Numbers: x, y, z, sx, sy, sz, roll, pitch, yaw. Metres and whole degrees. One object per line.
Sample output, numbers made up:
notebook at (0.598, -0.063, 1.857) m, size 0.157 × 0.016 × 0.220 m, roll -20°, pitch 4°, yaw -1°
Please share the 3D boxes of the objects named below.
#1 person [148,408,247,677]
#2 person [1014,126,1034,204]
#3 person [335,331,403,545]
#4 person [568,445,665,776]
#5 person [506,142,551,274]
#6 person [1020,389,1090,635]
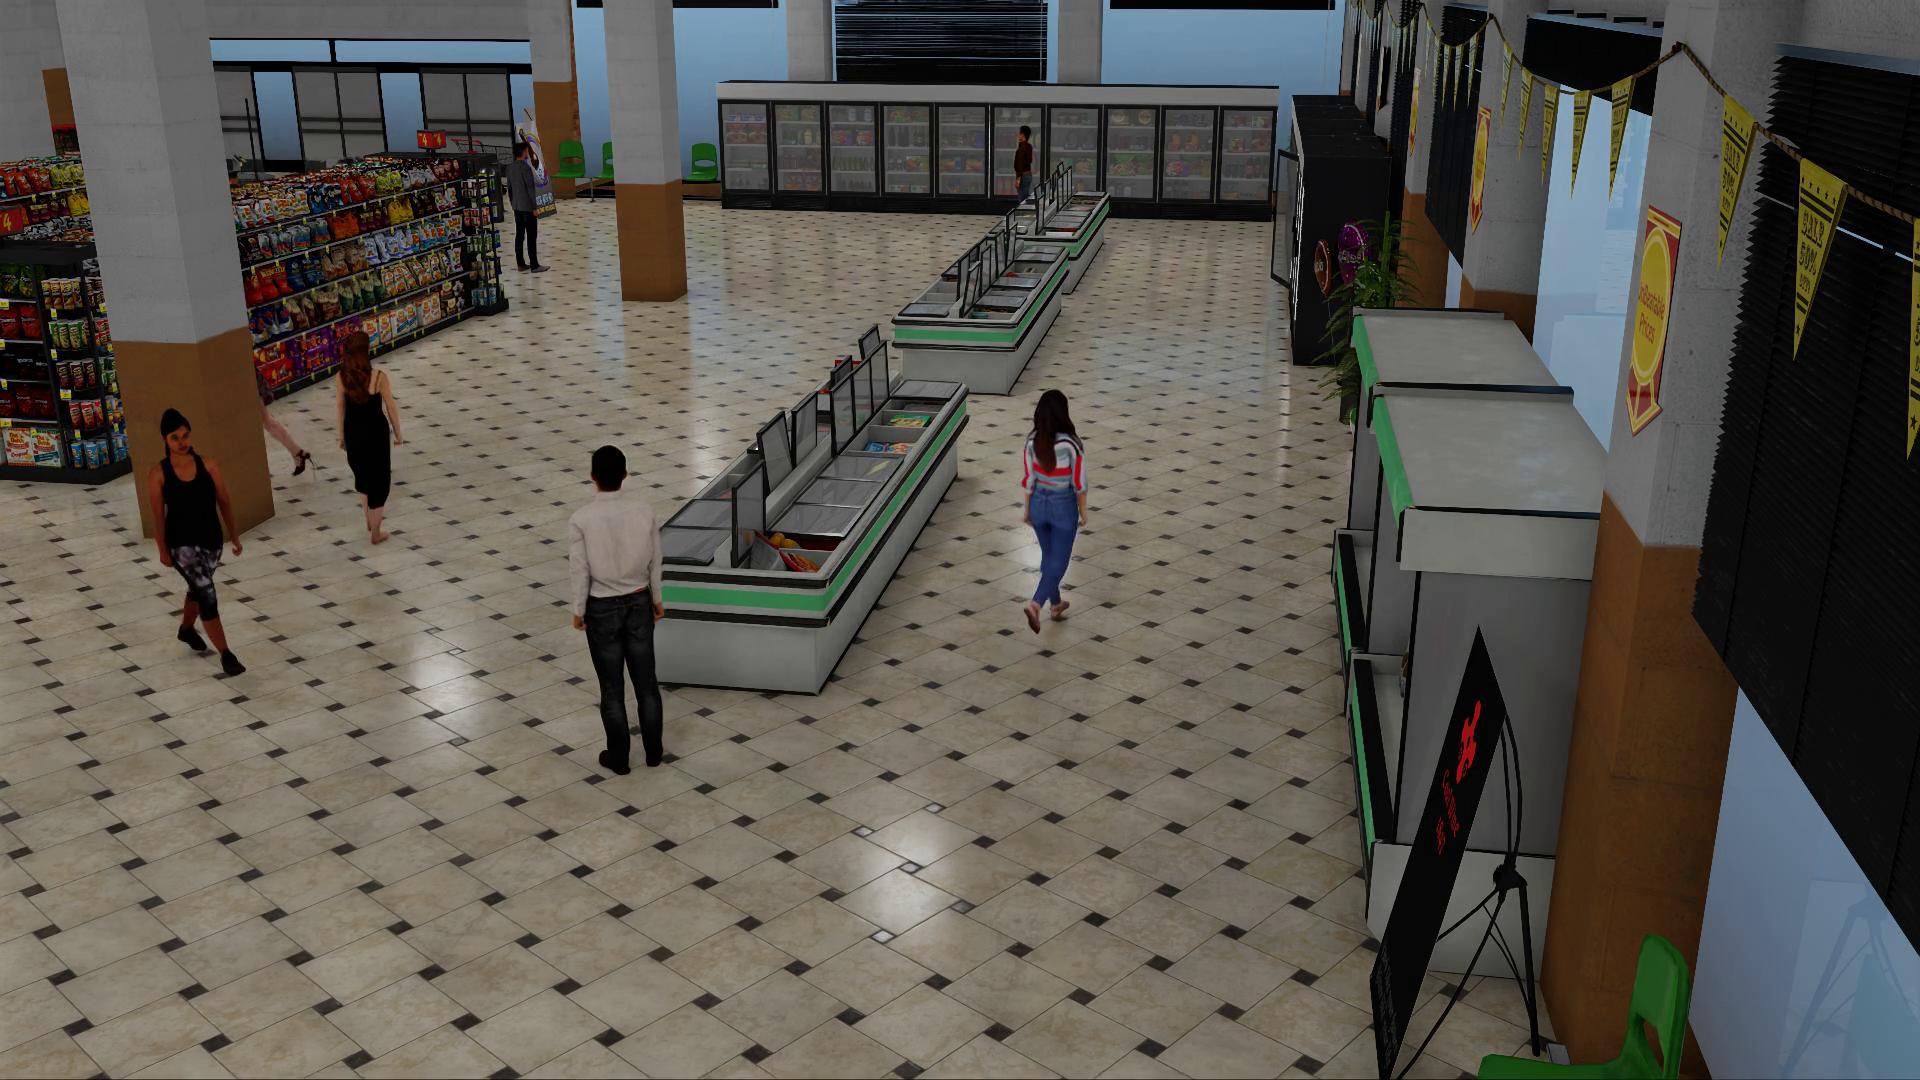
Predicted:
person at (-4.768, 0.005, 10.295) m, size 0.995 × 1.619 × 1.117 m, roll 15°, pitch 24°, yaw 38°
person at (1.093, -6.112, 28.179) m, size 0.741 × 1.782 × 0.525 m, roll 7°, pitch 20°, yaw 19°
person at (-4.503, -0.746, 12.541) m, size 0.642 × 1.607 × 0.693 m, roll 0°, pitch 19°, yaw 0°
person at (-1.818, 0.378, 8.888) m, size 0.734 × 1.811 × 0.749 m, roll -8°, pitch 20°, yaw -23°
person at (-6.378, -4.878, 24.376) m, size 0.774 × 1.873 × 0.751 m, roll 12°, pitch 22°, yaw 32°
person at (0.570, -0.158, 10.822) m, size 0.804 × 1.590 × 1.085 m, roll 10°, pitch 21°, yaw 27°
